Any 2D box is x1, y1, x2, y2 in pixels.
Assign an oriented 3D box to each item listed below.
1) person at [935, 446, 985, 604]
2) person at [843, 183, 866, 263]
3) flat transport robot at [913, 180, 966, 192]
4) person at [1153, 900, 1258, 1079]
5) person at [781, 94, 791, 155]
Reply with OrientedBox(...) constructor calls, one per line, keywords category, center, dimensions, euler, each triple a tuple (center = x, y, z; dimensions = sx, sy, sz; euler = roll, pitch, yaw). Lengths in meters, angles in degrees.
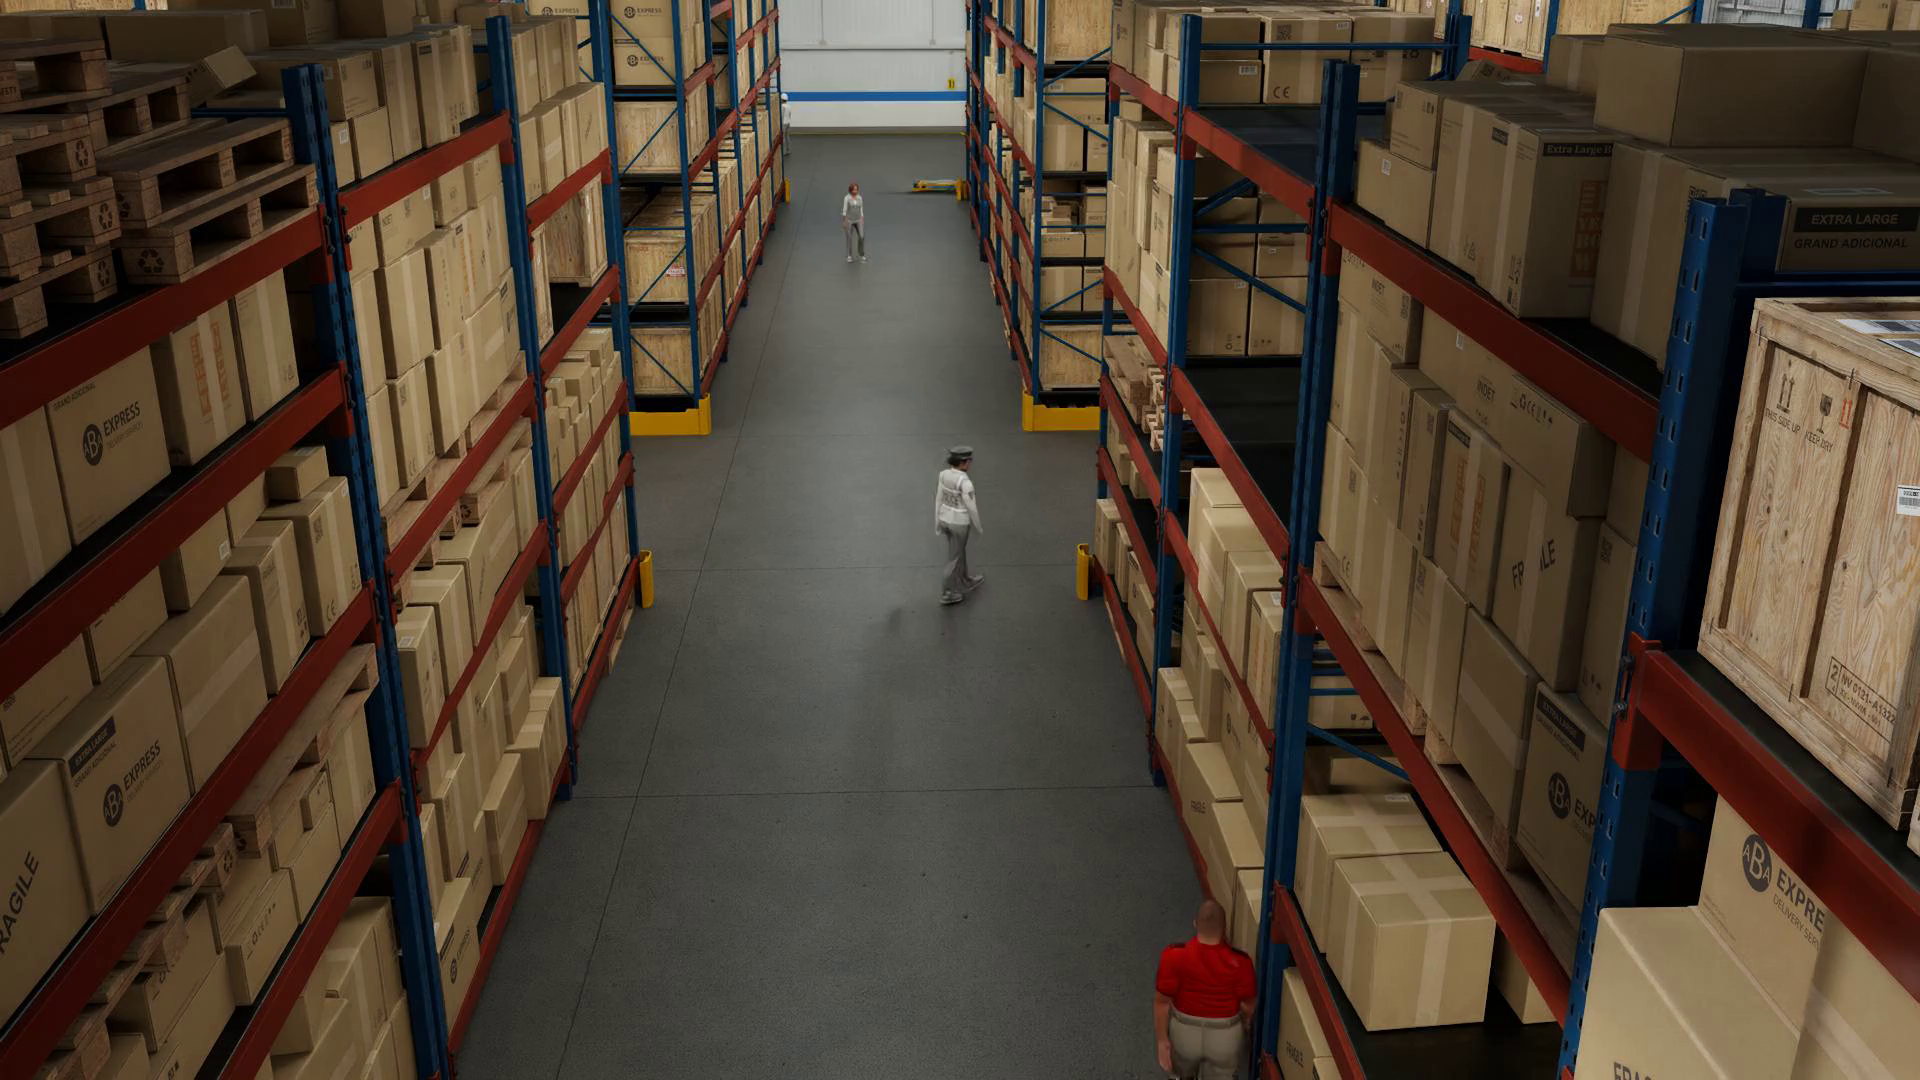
OrientedBox(category="person", center=(0.070, -0.179, 17.076), dimensions=(0.677, 1.655, 0.512), euler=(-15, 25, -35))
OrientedBox(category="person", center=(-2.196, -6.523, 34.224), dimensions=(0.443, 1.618, 0.391), euler=(-8, 22, -20))
OrientedBox(category="flat transport robot", center=(-0.513, -9.254, 43.521), dimensions=(1.431, 0.255, 0.659), euler=(0, 20, -1))
OrientedBox(category="person", center=(1.378, 2.696, 9.268), dimensions=(0.544, 1.711, 0.729), euler=(6, 21, 15))
OrientedBox(category="person", center=(-5.319, -12.520, 50.034), dimensions=(0.378, 1.775, 0.532), euler=(8, 22, 20))
